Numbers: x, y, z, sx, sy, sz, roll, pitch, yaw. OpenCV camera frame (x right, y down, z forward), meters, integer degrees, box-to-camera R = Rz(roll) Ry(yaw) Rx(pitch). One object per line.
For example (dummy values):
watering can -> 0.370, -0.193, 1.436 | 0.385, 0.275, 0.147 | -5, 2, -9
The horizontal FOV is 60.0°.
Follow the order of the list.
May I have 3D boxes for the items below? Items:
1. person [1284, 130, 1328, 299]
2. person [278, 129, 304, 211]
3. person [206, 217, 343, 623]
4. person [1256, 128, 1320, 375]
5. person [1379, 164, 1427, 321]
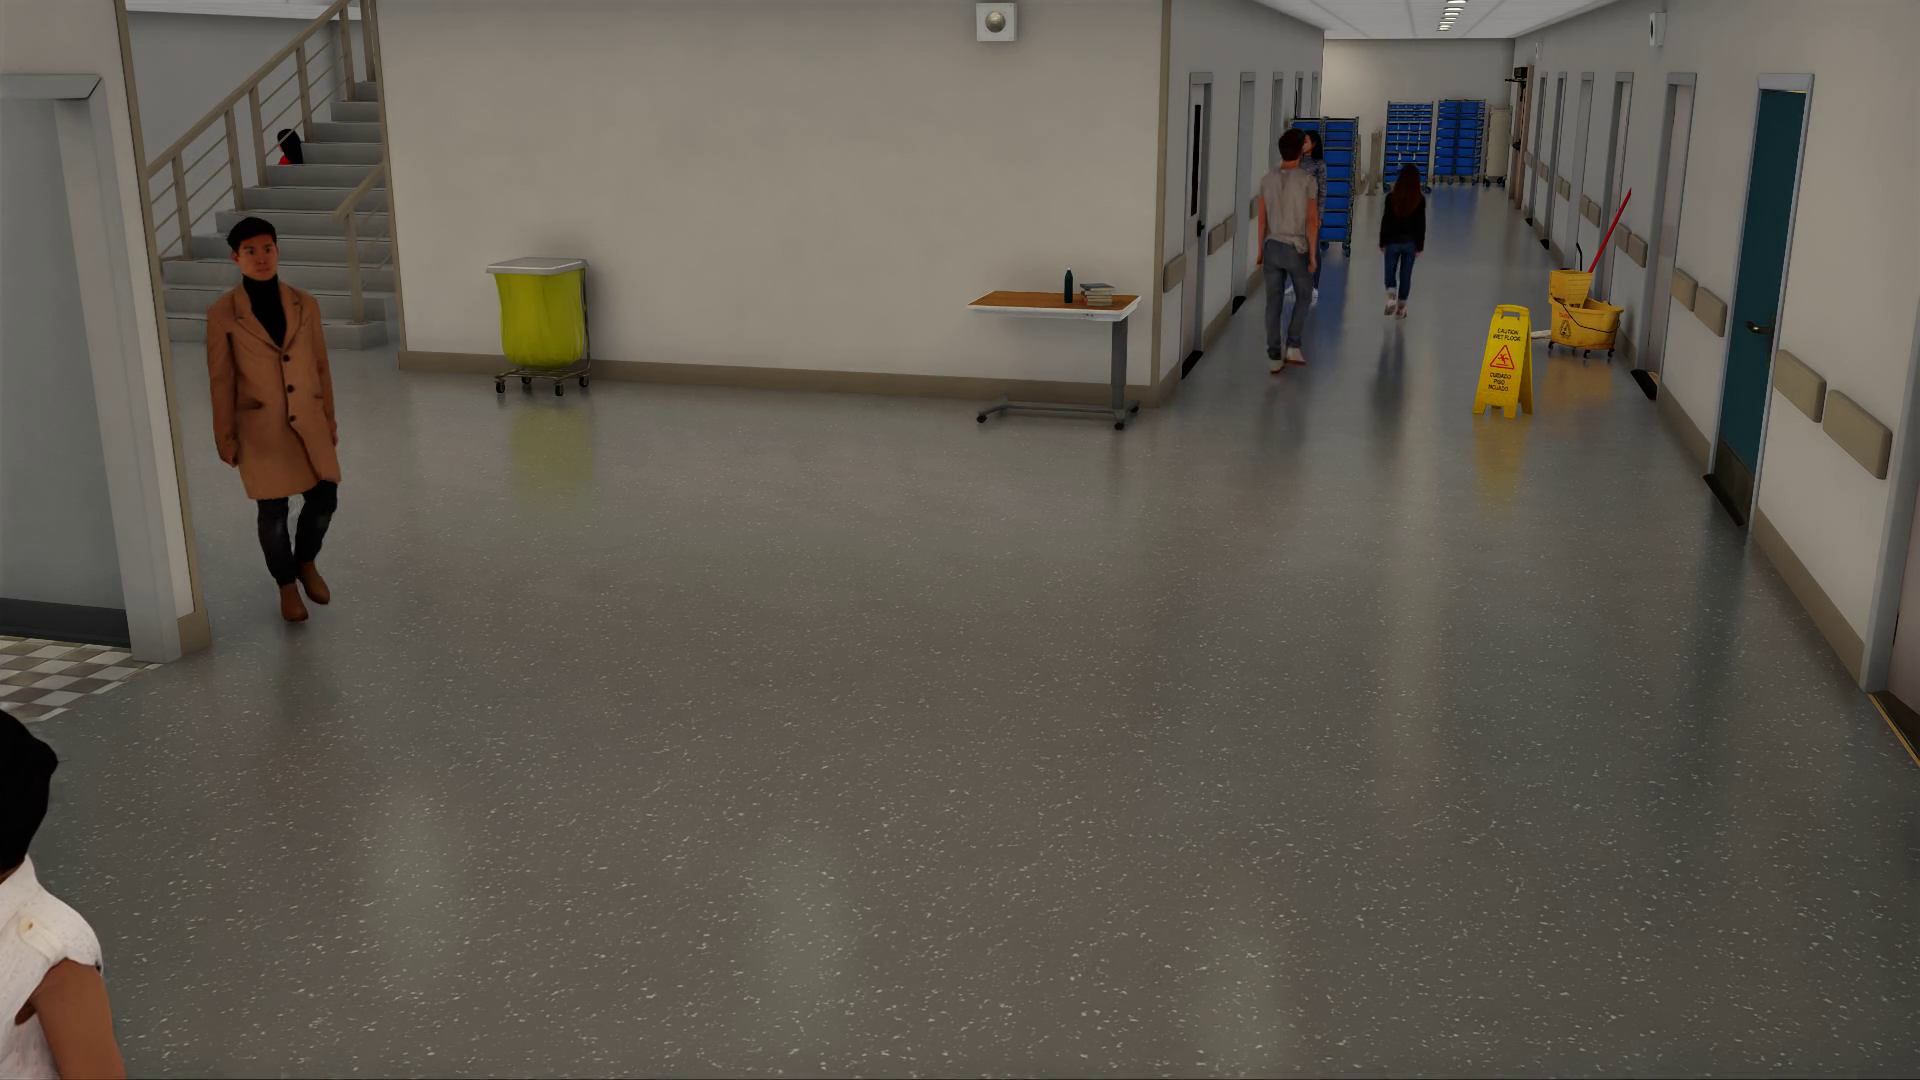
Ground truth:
person -> 3.658, -3.437, 17.529 | 0.718, 1.733, 0.688 | -12, 20, -36
person -> -6.900, -3.333, 17.335 | 0.701, 1.639, 0.578 | 2, 16, 7
person -> -2.936, -0.516, 7.119 | 0.834, 1.718, 0.899 | -12, 20, -37
person -> 2.526, -2.237, 12.994 | 0.764, 1.885, 0.747 | 8, 18, 27
person -> 4.204, -2.824, 15.837 | 0.574, 1.472, 0.627 | 4, 16, 13
